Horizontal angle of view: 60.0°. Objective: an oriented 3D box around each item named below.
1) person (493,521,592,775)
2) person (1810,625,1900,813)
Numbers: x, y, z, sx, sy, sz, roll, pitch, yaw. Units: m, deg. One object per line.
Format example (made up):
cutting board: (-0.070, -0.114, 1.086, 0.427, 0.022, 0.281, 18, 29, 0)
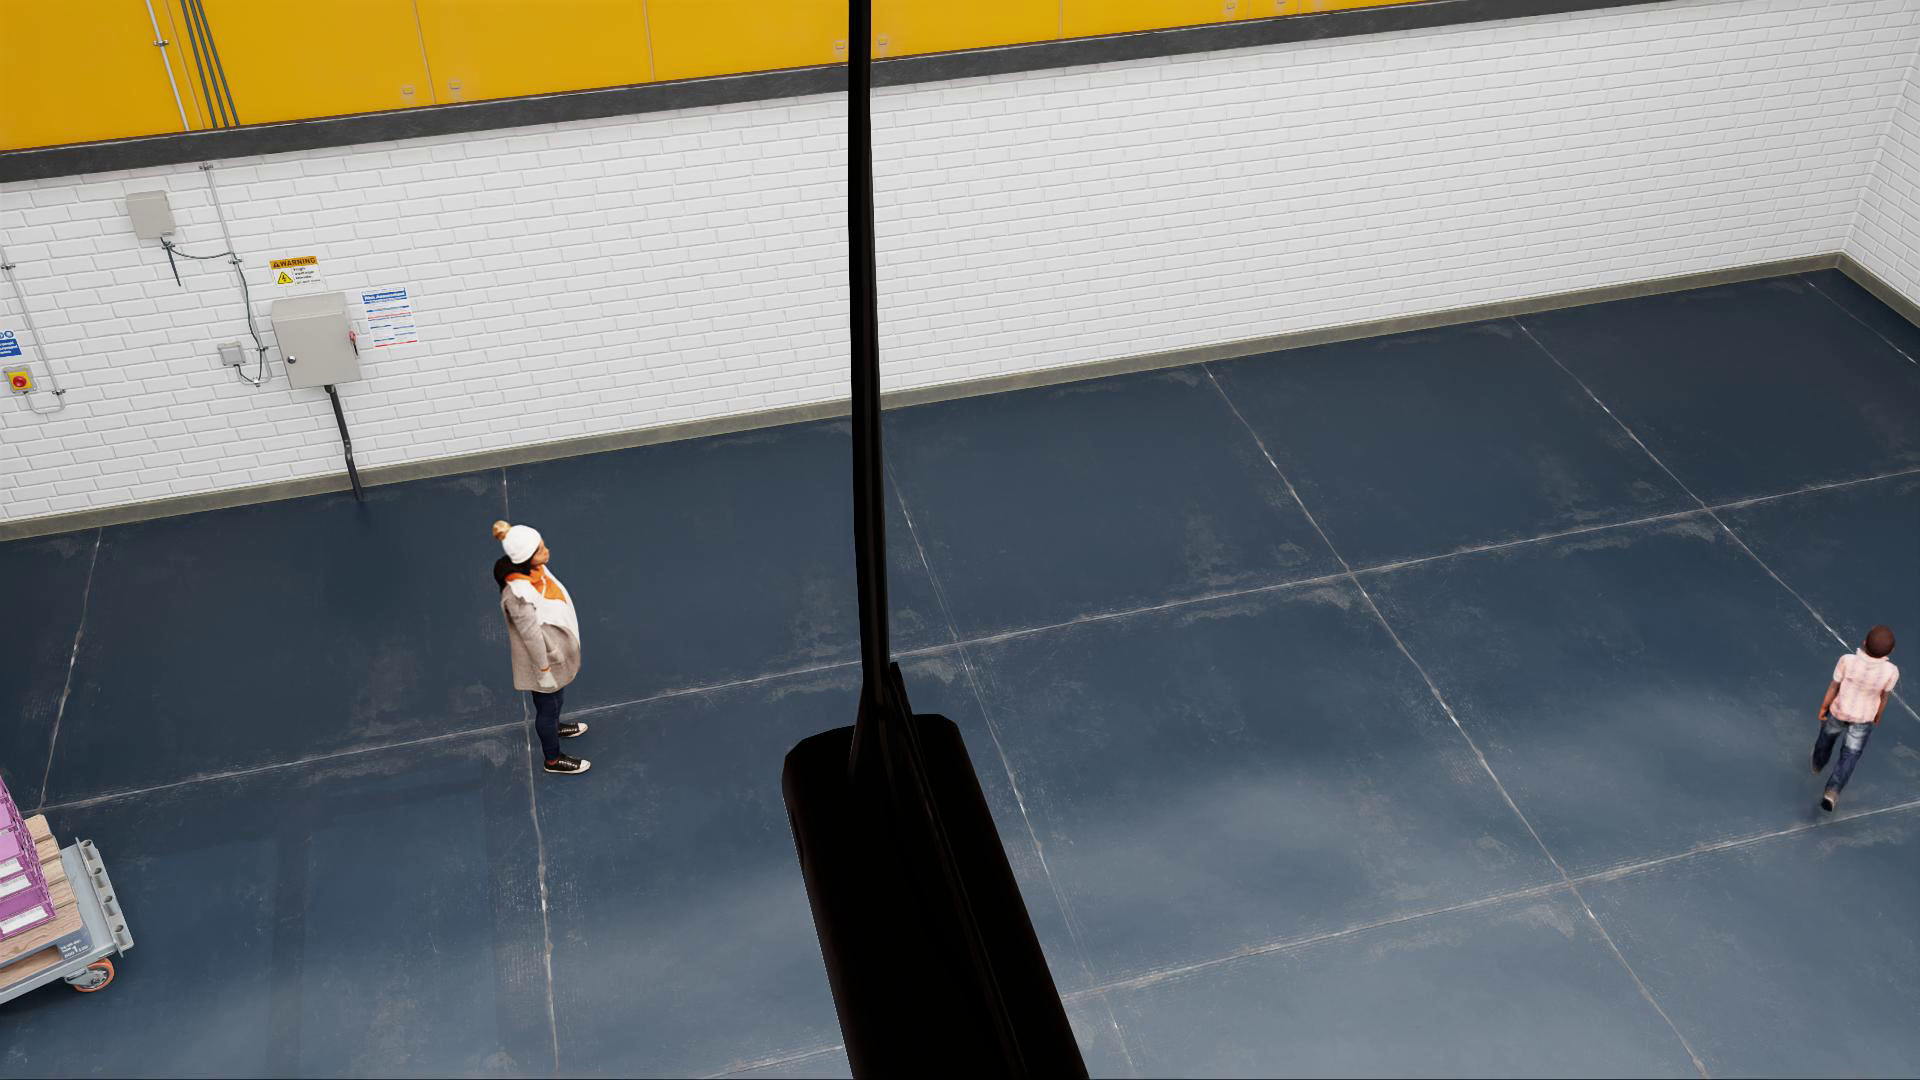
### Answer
person: (-2.599, 0.636, 10.227, 0.742, 1.890, 0.592, -8, 39, -10)
person: (5.448, 1.078, 10.152, 0.849, 1.293, 0.902, 20, 43, 23)
